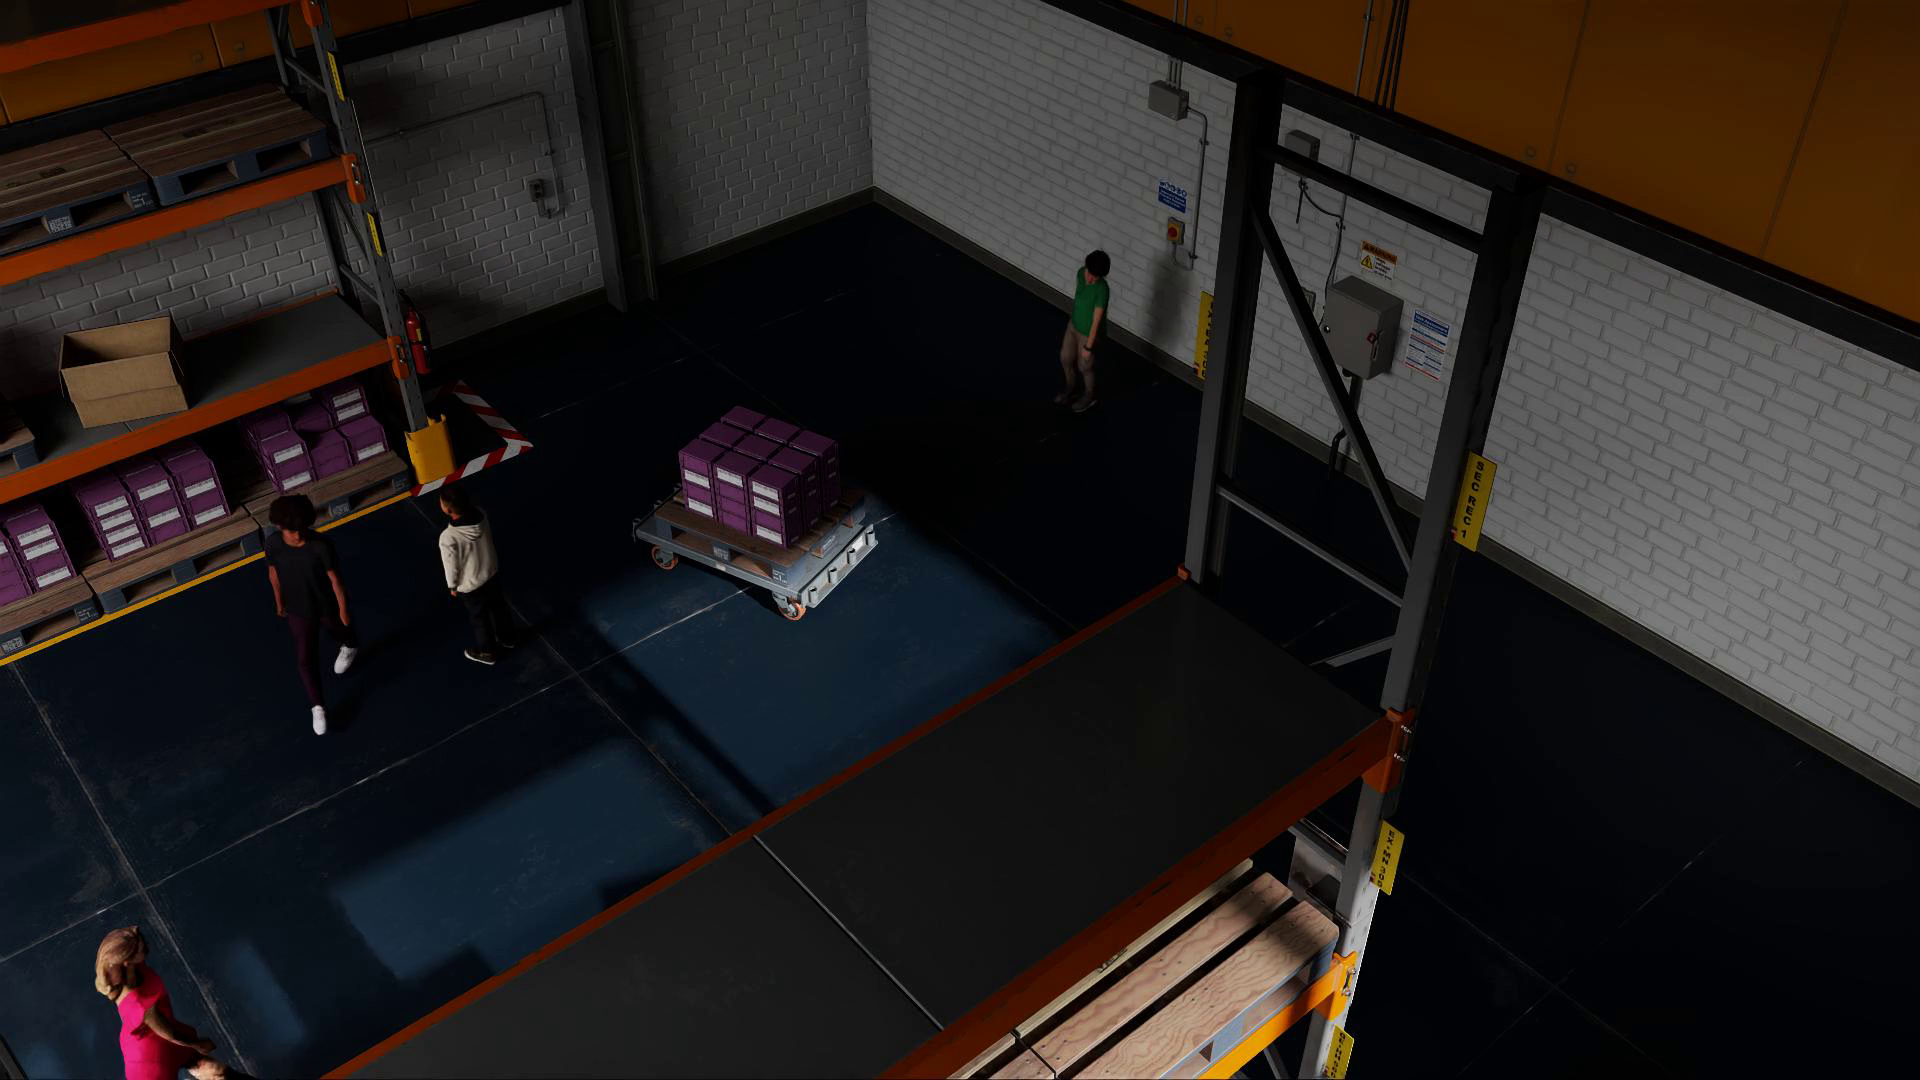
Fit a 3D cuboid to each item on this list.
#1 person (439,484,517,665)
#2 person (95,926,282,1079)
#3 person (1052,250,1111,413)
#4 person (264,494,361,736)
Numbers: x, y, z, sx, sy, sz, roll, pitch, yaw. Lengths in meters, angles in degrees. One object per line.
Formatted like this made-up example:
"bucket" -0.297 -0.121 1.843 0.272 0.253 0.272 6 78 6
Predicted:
"person" -3.305 0.220 11.386 0.697 1.453 0.542 21 43 24
"person" -4.100 2.583 8.242 1.079 1.684 0.684 -21 43 -24
"person" 1.071 -1.745 13.726 0.652 1.605 0.714 -12 40 -14
"person" -4.243 0.348 11.004 1.174 1.732 1.152 0 39 1
